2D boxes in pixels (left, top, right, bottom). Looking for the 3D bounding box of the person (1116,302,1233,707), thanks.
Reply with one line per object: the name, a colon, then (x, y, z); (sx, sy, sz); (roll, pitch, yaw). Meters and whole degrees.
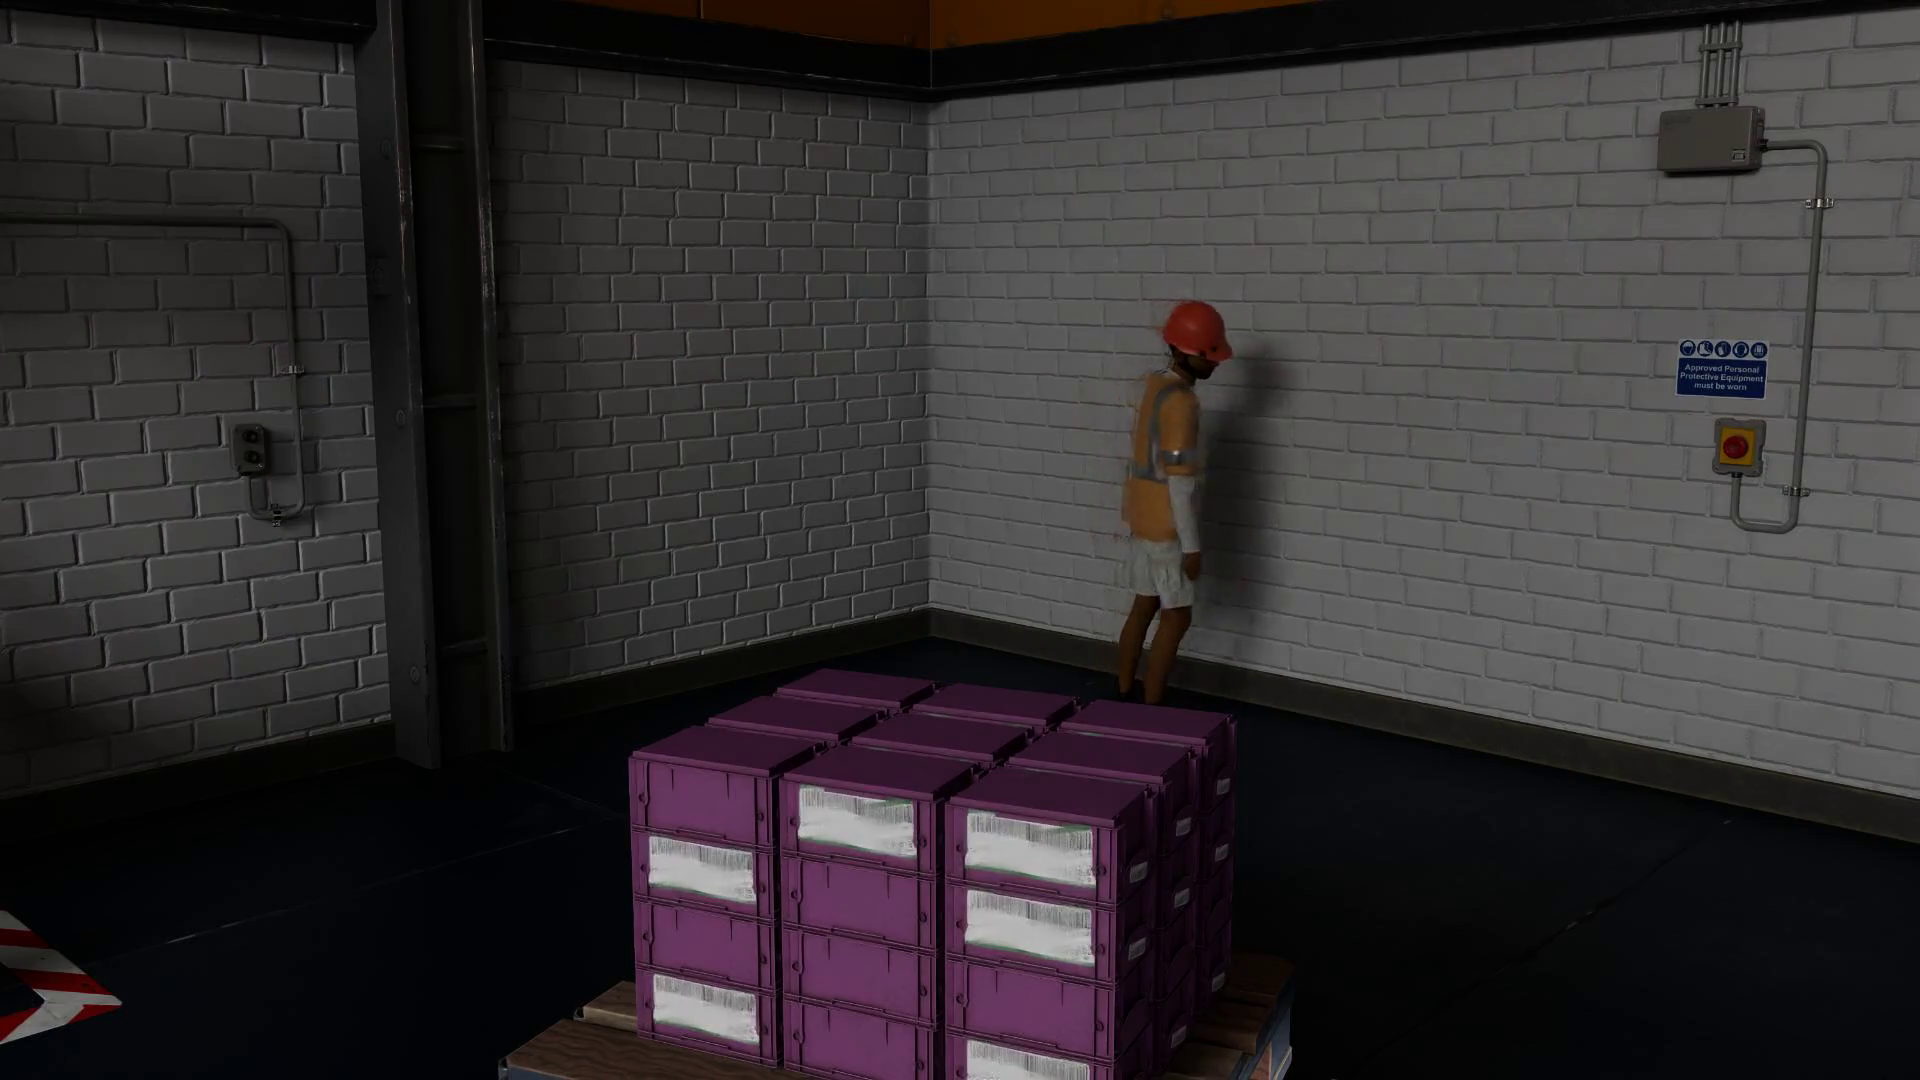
person: (0.874, -0.066, 7.105); (0.435, 1.891, 0.737); (-1, 9, -5)
